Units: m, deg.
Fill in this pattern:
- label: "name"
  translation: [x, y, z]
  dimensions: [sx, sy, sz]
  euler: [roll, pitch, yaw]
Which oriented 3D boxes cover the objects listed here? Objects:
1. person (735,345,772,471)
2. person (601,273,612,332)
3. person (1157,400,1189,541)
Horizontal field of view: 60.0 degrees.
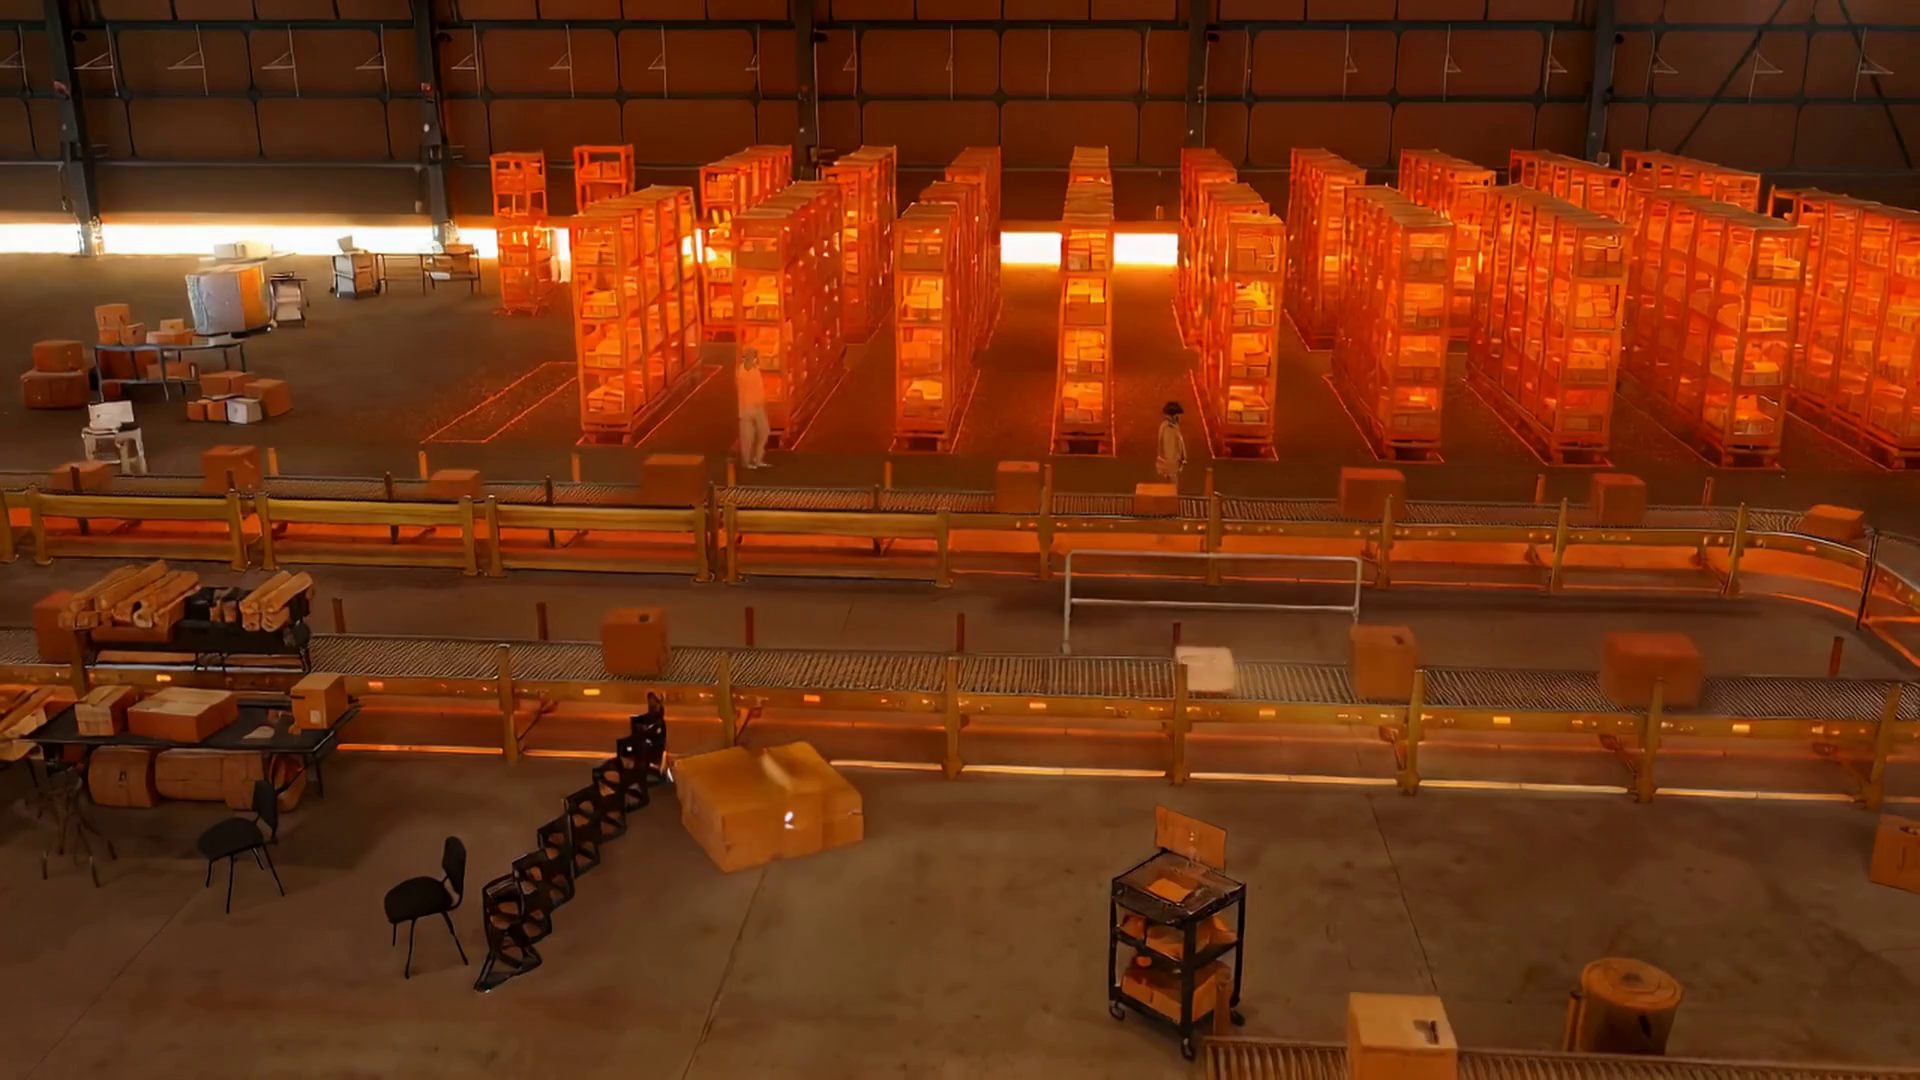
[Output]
- label: "person"
  translation: [-3.024, -1.947, 24.638]
  dimensions: [0.542, 1.889, 0.681]
  euler: [5, 18, 14]
- label: "person"
  translation: [-6.903, -4.514, 32.647]
  dimensions: [0.557, 1.976, 0.638]
  euler: [-4, 18, -14]
- label: "person"
  translation: [2.738, -0.914, 21.460]
  dimensions: [0.404, 1.833, 0.592]
  euler: [0, 17, -2]
